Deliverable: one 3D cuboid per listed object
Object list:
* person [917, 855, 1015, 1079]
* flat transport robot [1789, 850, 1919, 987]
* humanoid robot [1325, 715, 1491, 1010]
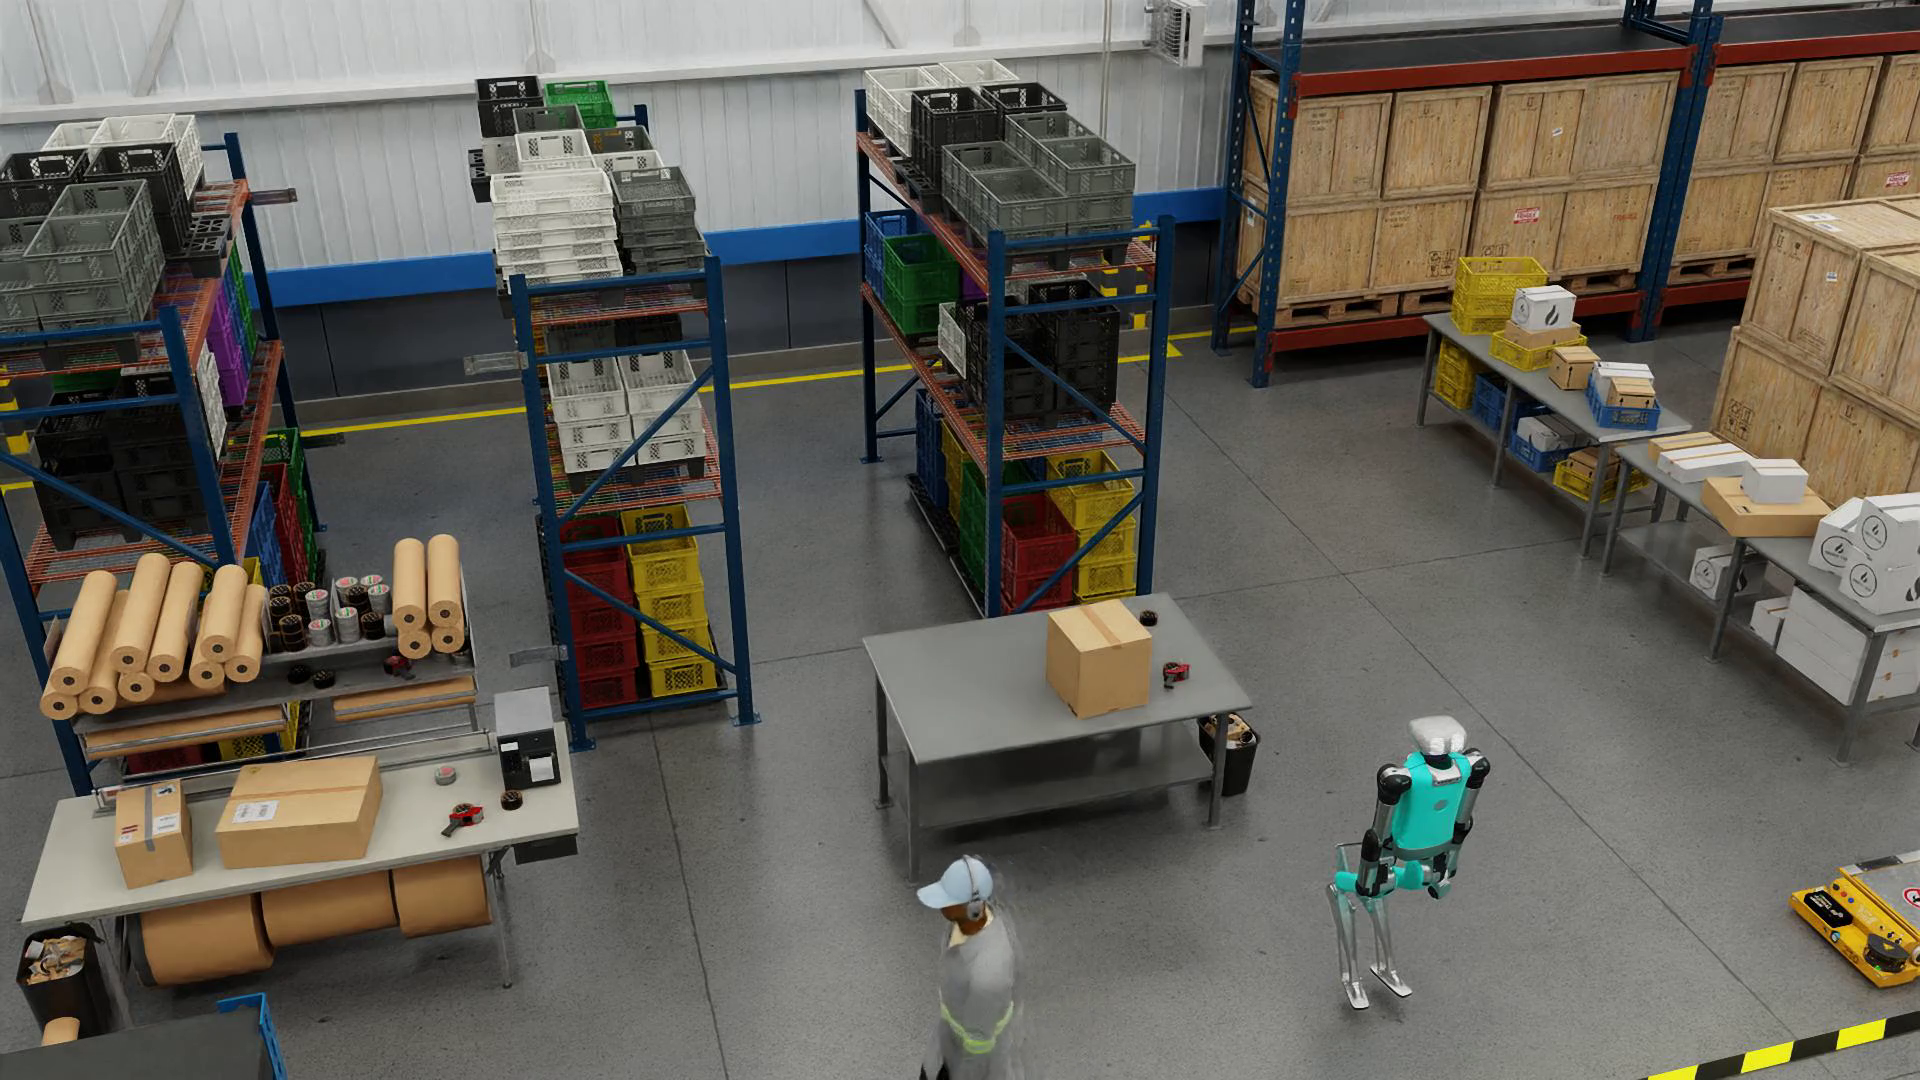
[{"bbox_3d":[0.090,2.037,6.849,0.905,1.819,0.586,-8,30,-14],"label":"person"},{"bbox_3d":[5.163,1.916,8.676,1.431,0.231,0.659,-8,30,-14],"label":"flat transport robot"},{"bbox_3d":[2.029,1.438,7.880,0.533,1.677,0.735,-8,30,-15],"label":"humanoid robot"}]
